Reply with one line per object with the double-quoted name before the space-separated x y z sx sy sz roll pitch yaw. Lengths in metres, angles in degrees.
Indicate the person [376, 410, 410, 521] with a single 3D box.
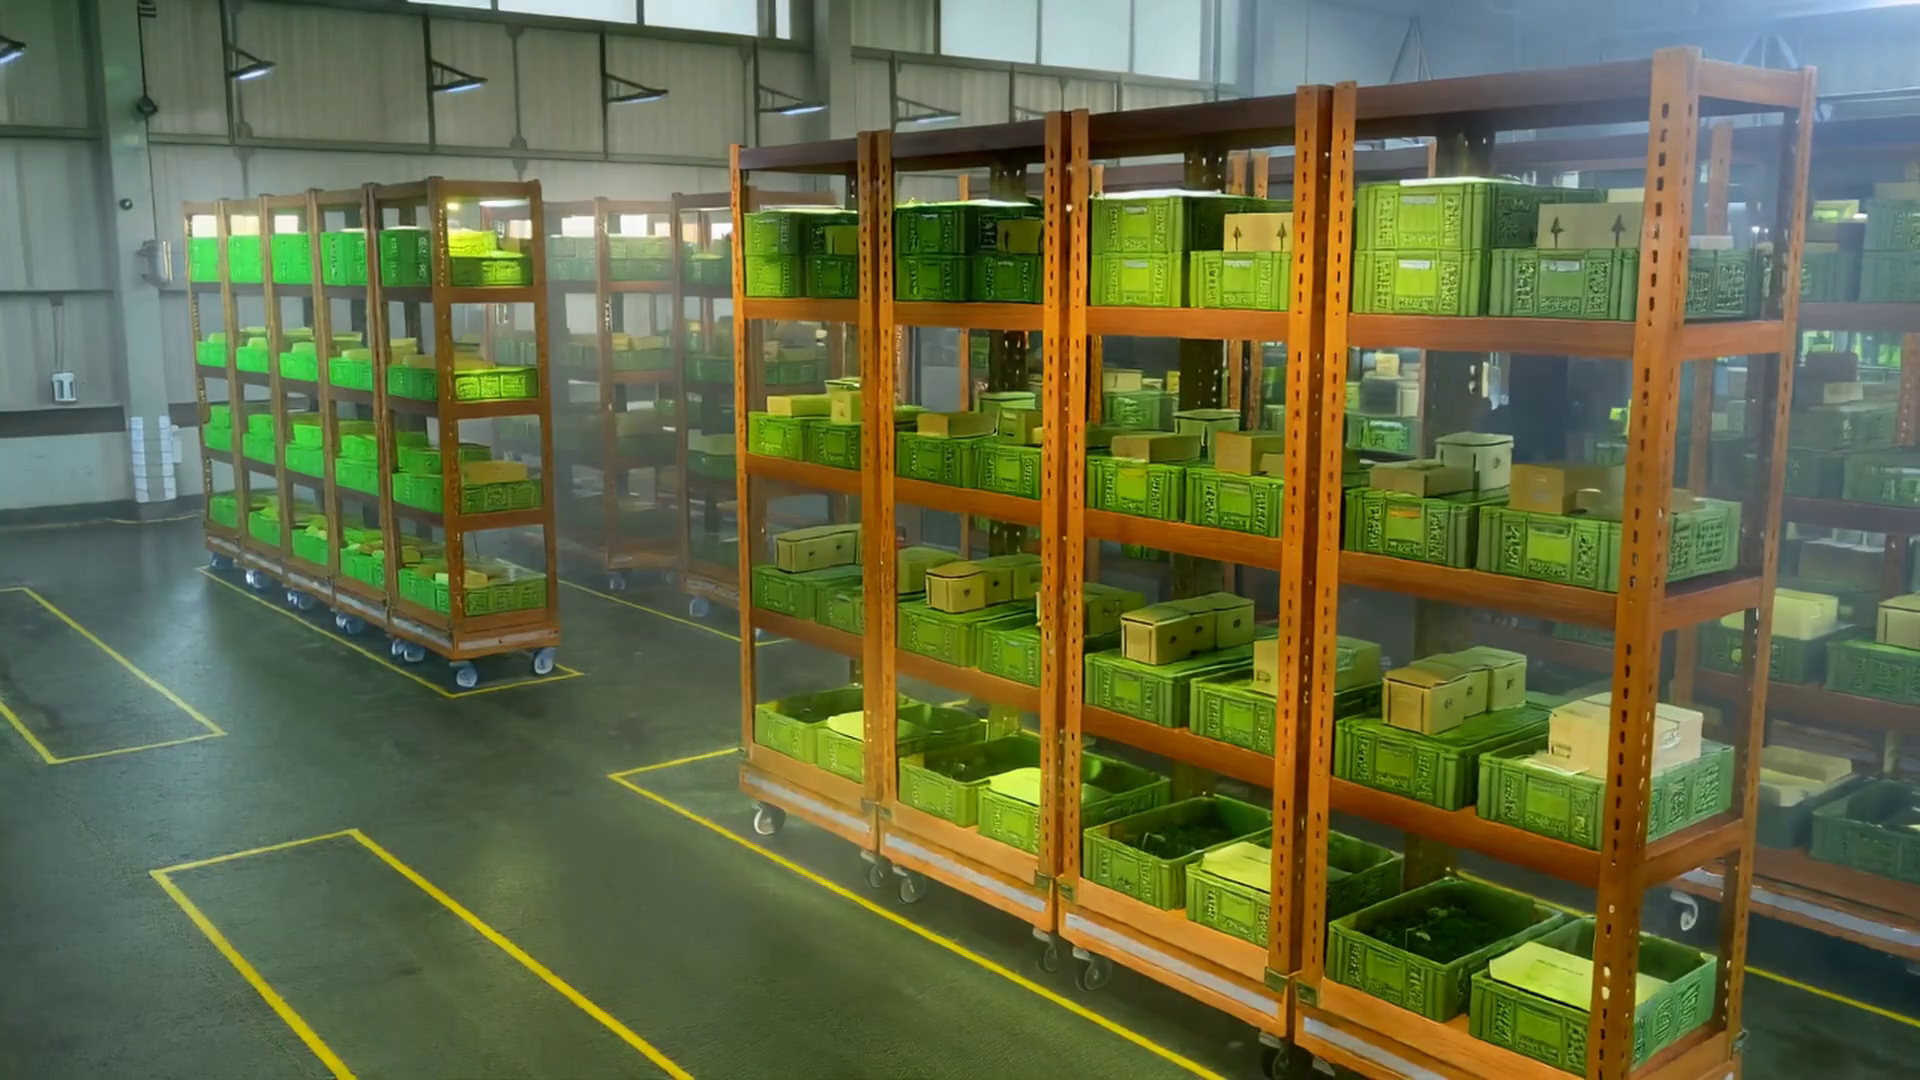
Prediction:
"person" -6.723 -1.150 19.727 0.414 1.805 0.642 3 10 15
